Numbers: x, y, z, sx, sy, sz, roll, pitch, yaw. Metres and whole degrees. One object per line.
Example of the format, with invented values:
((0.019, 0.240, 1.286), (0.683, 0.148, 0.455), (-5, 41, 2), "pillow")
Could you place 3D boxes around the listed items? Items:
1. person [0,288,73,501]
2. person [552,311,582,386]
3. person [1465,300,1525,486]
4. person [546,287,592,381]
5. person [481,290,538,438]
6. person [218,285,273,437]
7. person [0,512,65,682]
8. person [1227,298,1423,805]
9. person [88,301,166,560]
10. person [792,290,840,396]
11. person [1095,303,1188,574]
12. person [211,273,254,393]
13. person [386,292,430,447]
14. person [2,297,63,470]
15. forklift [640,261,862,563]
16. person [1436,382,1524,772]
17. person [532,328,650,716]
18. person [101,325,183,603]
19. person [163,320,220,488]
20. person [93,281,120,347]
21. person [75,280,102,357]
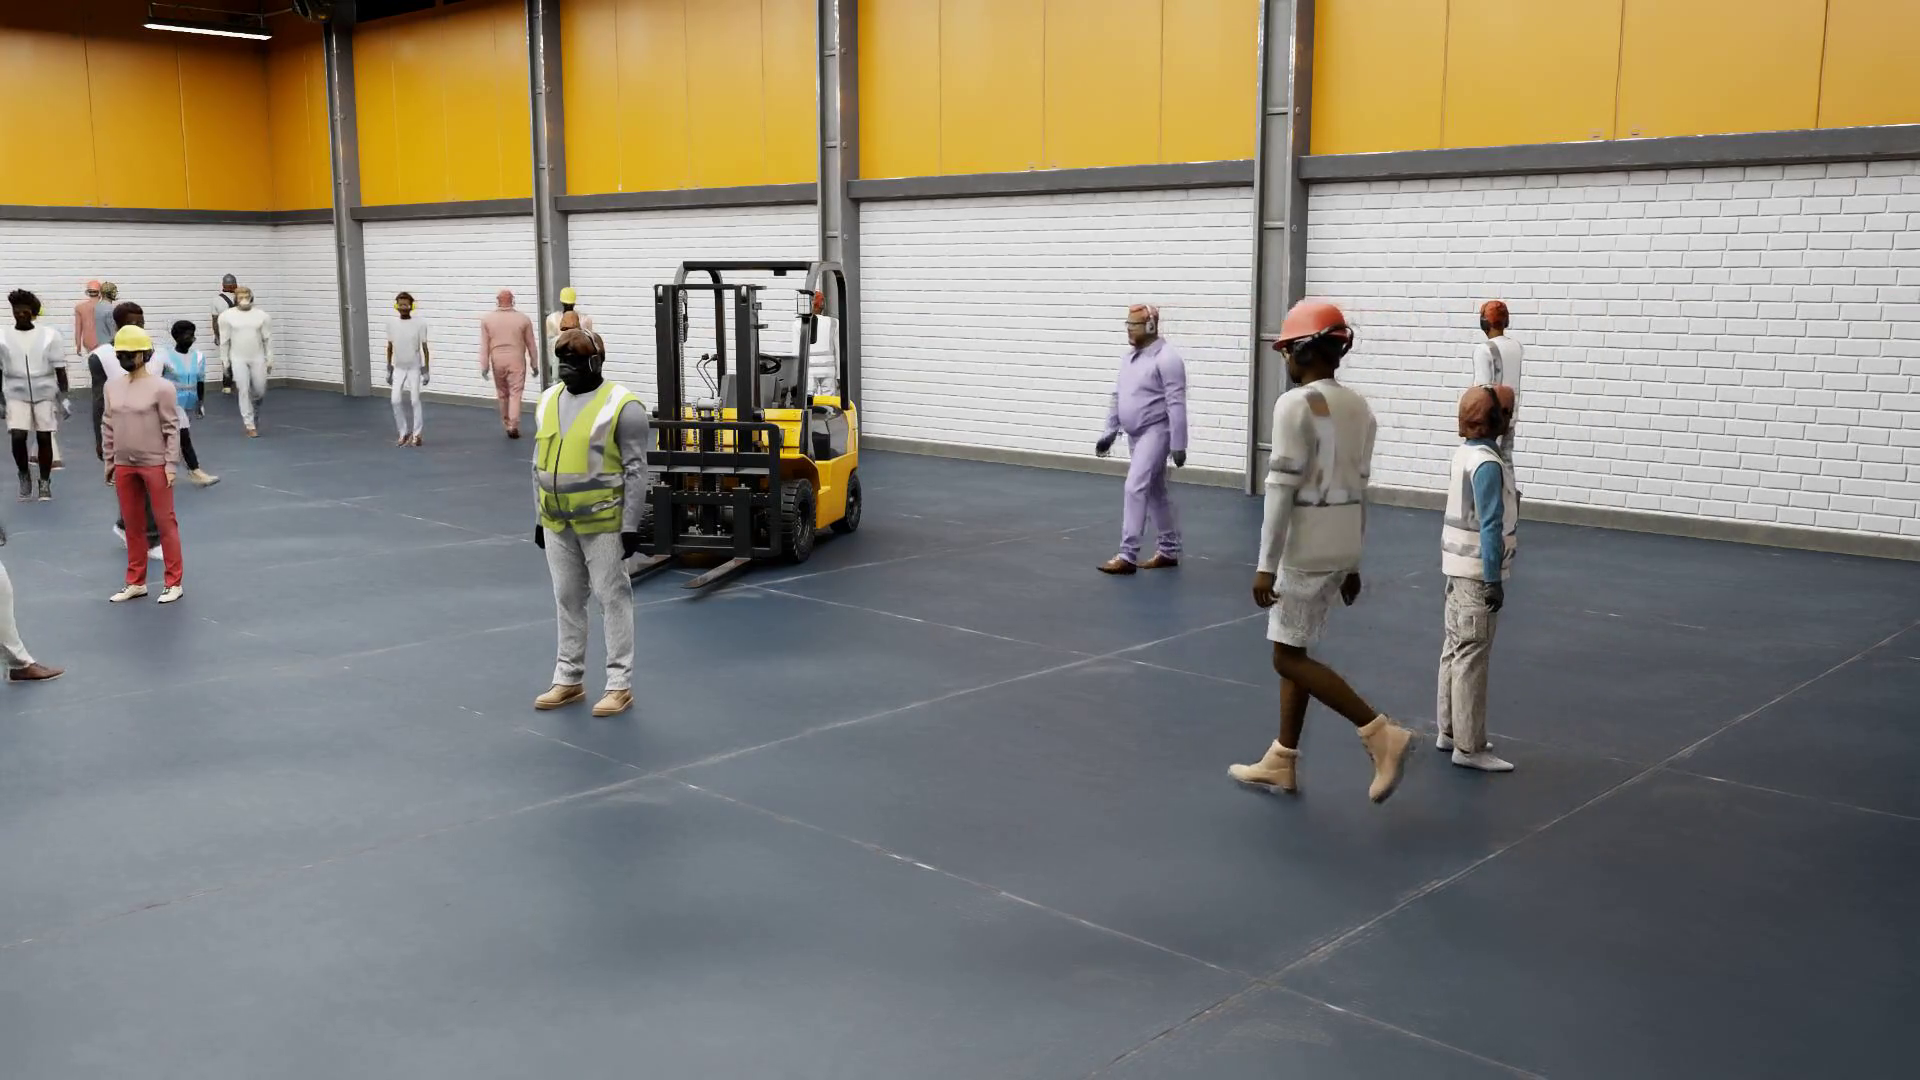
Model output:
((-8.442, -1.306, 15.127), (0.625, 1.943, 0.470), (-5, 10, -28), "person")
((-4.521, -1.857, 19.441), (0.498, 1.634, 0.280), (-5, 11, -30), "person")
((4.085, -0.888, 12.749), (0.574, 1.880, 0.358), (-8, 12, -40), "person")
((-5.023, -2.310, 21.440), (0.595, 1.896, 0.480), (-1, 9, -8), "person")
((-5.703, -2.231, 21.049), (0.663, 1.865, 0.995), (-1, 9, -5), "person")
((-9.058, -2.271, 21.110), (0.633, 1.922, 0.640), (-6, 11, -33), "person")
((-5.067, -0.049, 8.439), (0.777, 1.605, 0.513), (-3, 10, -20), "person")
((1.469, 0.062, 6.532), (0.754, 2.010, 0.649), (7, 12, 38), "person")
((-6.093, -0.814, 12.276), (0.780, 1.900, 0.605), (5, 10, 27), "person")
((-1.581, -1.828, 18.506), (0.573, 1.883, 0.354), (-2, 10, -14), "person")
((1.217, -0.695, 11.595), (0.849, 1.879, 0.659), (-3, 10, -19), "person")
((-12.478, -3.545, 28.544), (0.682, 2.000, 0.537), (-6, 11, -31), "person")
((-6.579, -2.020, 19.789), (0.552, 1.847, 0.577), (0, 9, -1), "person")
((-9.872, -1.663, 17.632), (0.872, 1.832, 0.543), (4, 10, 25), "person")
((-1.552, -1.040, 12.721), (1.214, 2.155, 2.313), (2, 9, 11), "forklift")
((2.208, 0.151, 7.097), (0.309, 1.645, 0.515), (1, 9, 3), "person")
((-1.788, -0.083, 7.931), (0.619, 1.845, 0.430), (4, 10, 25), "person")
((-5.203, -0.476, 10.570), (0.525, 1.770, 0.307), (1, 9, 9), "person")
((-7.617, -1.323, 16.187), (0.900, 1.632, 0.528), (4, 10, 24), "person")
((-12.205, -2.739, 23.918), (0.638, 1.938, 0.357), (9, 13, 43), "person")
((-13.575, -3.113, 26.201), (0.644, 1.950, 1.029), (-2, 9, -10), "person")
